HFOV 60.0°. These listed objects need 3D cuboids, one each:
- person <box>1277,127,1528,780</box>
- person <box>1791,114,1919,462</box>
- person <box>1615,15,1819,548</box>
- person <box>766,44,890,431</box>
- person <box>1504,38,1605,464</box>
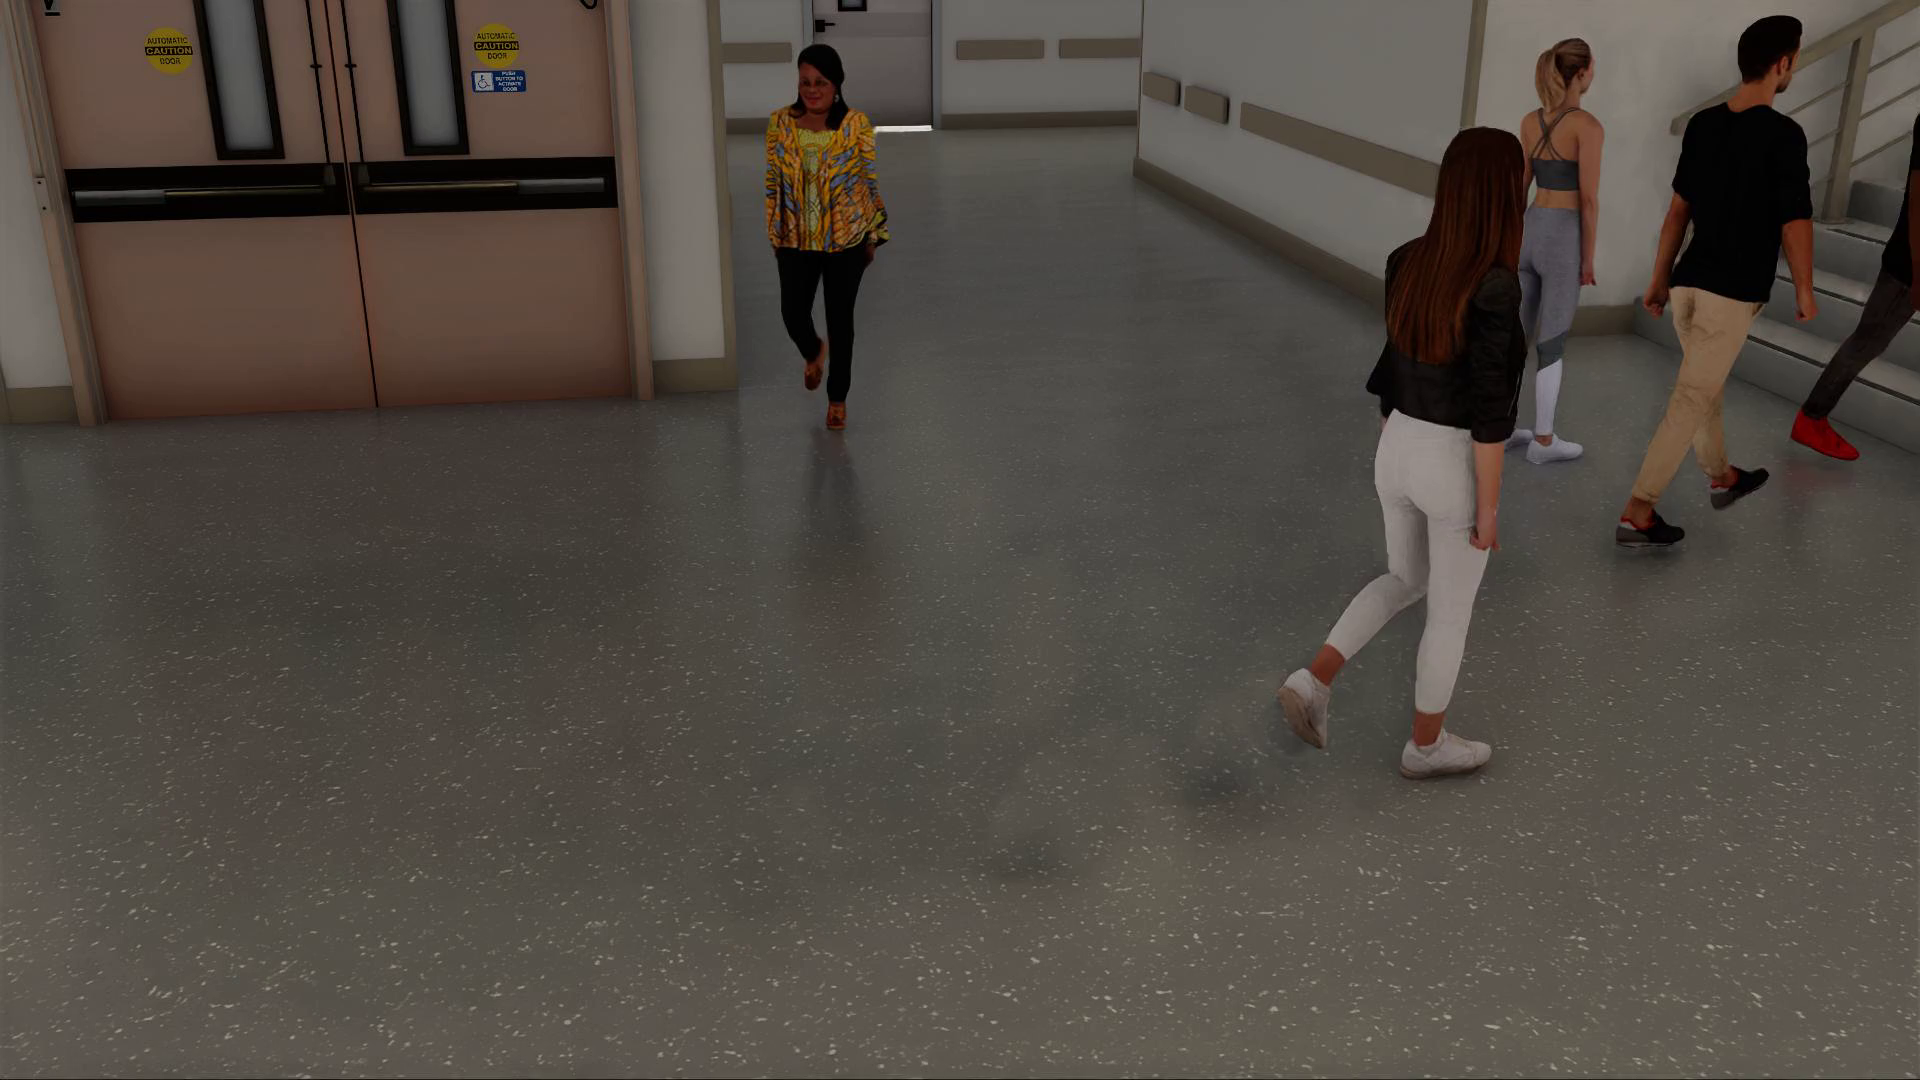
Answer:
[{"bbox_3d":[1.129,-0.163,4.170,0.916,1.693,0.735,-9,23,-23],"label":"person"},{"bbox_3d":[3.710,-1.089,6.535,1.225,1.750,1.003,-12,24,-28],"label":"person"},{"bbox_3d":[2.552,-0.832,5.755,1.098,1.820,0.754,-7,22,-18],"label":"person"},{"bbox_3d":[-0.587,-1.317,7.289,0.833,1.641,0.847,0,21,1],"label":"person"},{"bbox_3d":[2.410,-1.180,6.837,0.631,1.705,0.625,-12,24,-28],"label":"person"}]
